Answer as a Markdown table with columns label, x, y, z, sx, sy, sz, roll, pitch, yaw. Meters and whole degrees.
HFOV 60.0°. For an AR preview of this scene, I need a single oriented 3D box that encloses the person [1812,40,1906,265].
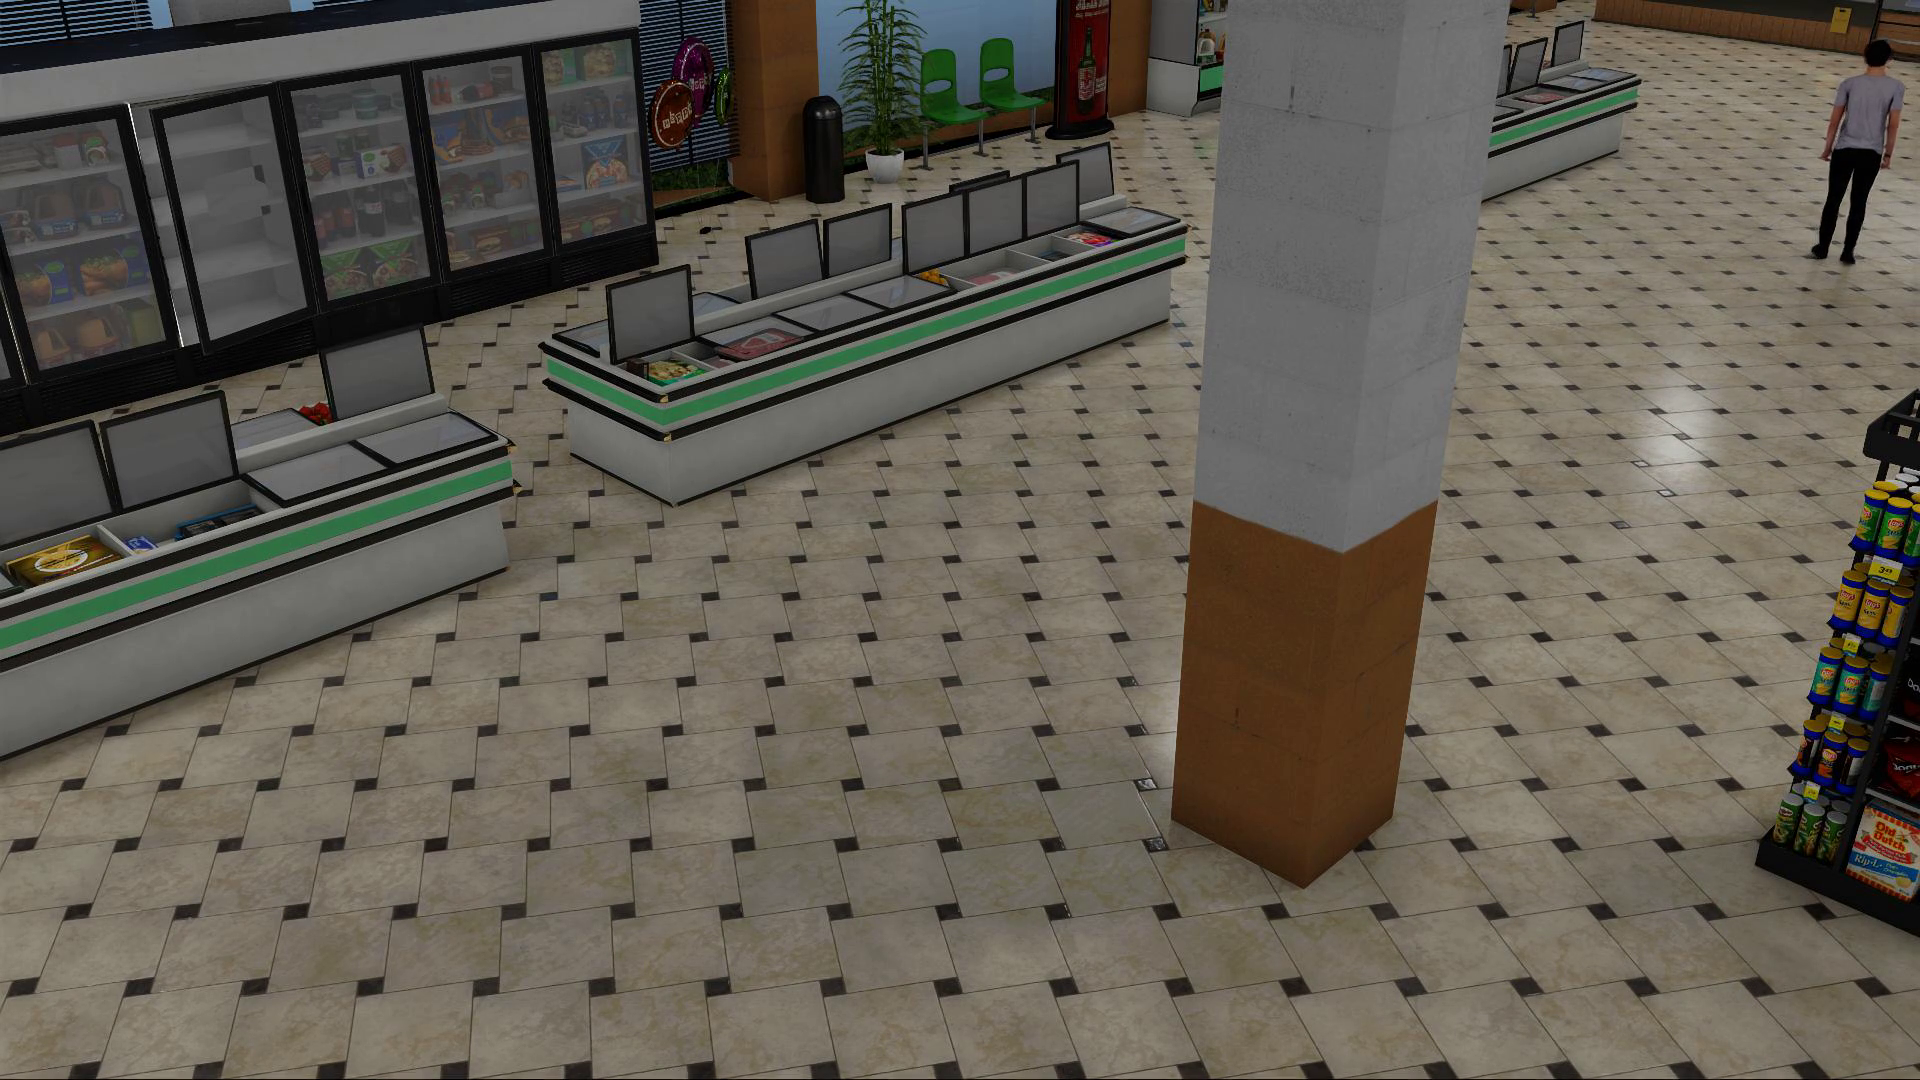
| label | x | y | z | sx | sy | sz | roll | pitch | yaw |
| --- | --- | --- | --- | --- | --- | --- | --- | --- | --- |
| person | 7.639 | -3.309 | 14.176 | 0.773 | 1.878 | 0.790 | 19 | 32 | 32 |
